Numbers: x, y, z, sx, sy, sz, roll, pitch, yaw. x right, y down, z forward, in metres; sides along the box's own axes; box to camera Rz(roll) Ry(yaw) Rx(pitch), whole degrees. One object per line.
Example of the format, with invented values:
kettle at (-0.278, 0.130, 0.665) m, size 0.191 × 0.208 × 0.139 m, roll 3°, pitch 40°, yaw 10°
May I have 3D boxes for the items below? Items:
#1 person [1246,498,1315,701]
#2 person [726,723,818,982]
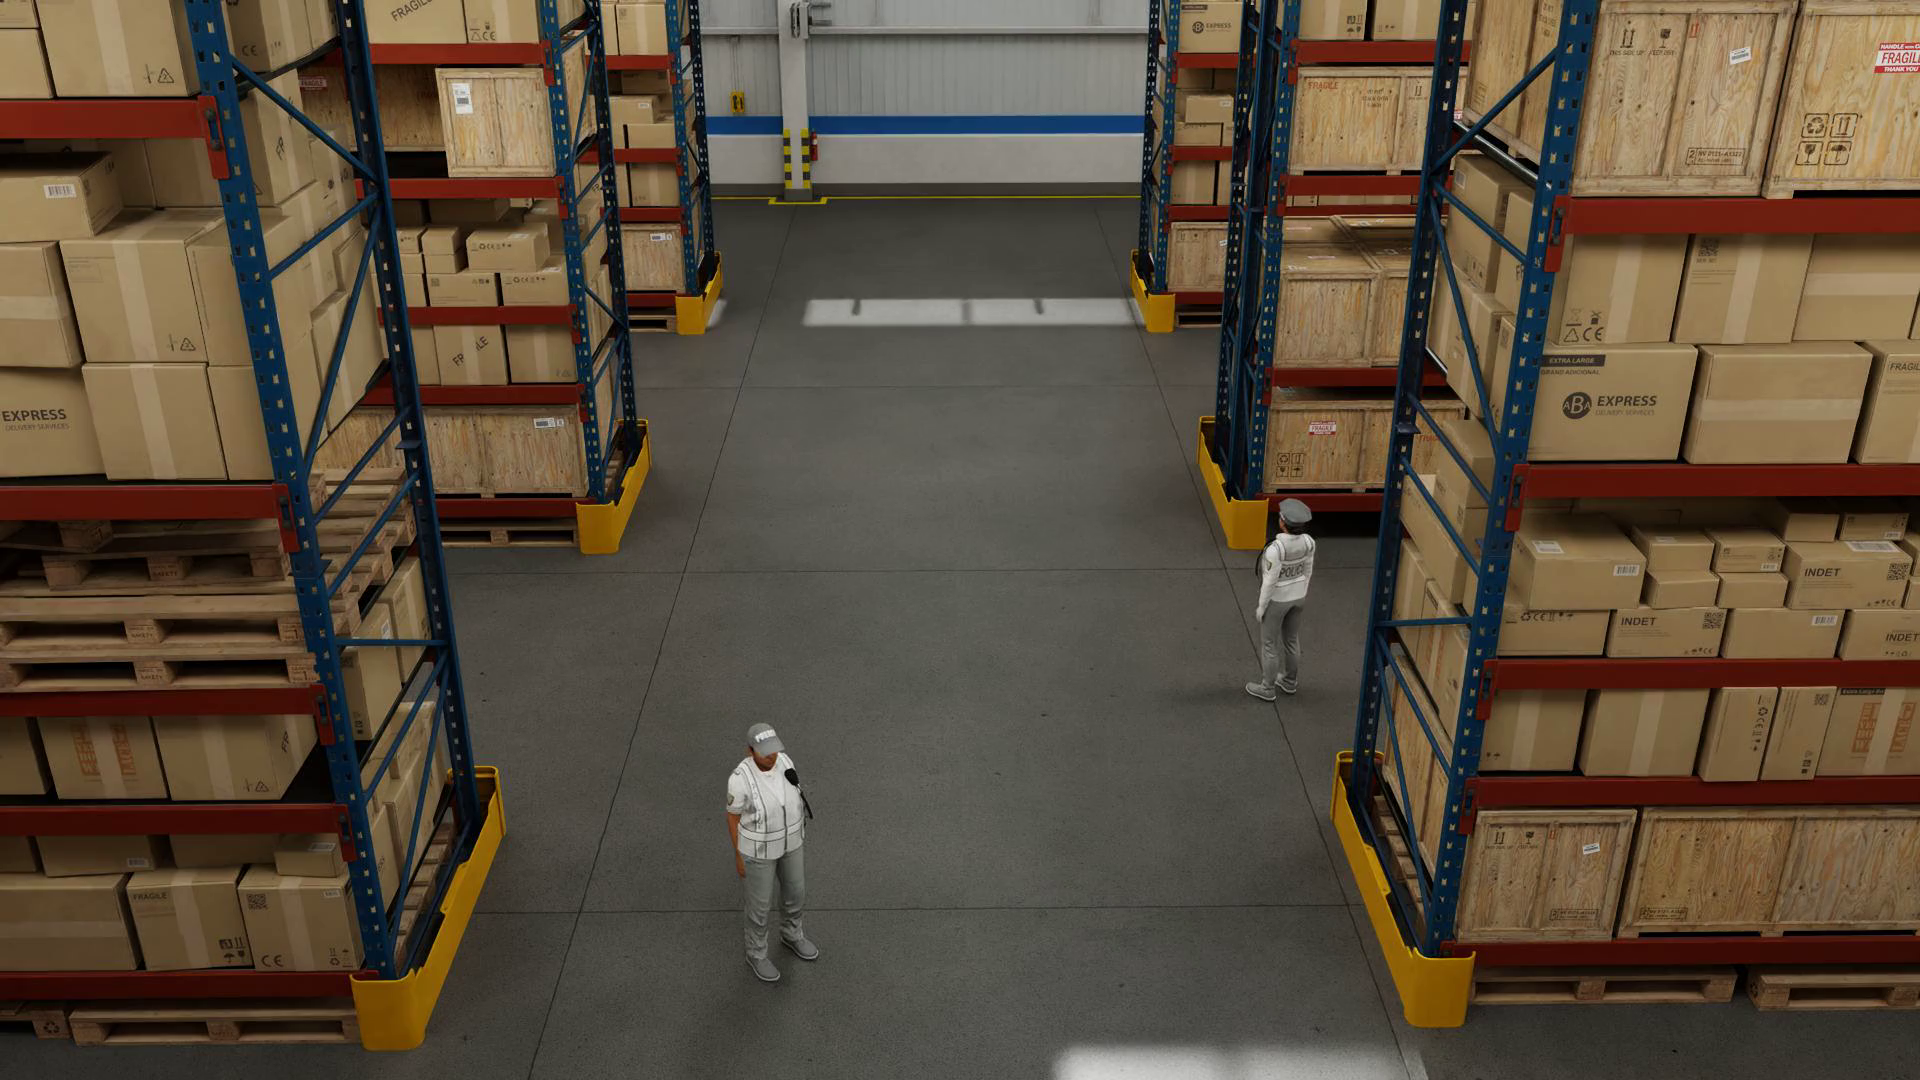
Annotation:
person at (2.515, 0.464, 12.977) m, size 0.455 × 1.693 × 0.370 m, roll -13°, pitch 28°, yaw -26°
person at (-1.141, 1.849, 10.046) m, size 0.465 × 1.663 × 0.396 m, roll -20°, pitch 32°, yaw -37°
